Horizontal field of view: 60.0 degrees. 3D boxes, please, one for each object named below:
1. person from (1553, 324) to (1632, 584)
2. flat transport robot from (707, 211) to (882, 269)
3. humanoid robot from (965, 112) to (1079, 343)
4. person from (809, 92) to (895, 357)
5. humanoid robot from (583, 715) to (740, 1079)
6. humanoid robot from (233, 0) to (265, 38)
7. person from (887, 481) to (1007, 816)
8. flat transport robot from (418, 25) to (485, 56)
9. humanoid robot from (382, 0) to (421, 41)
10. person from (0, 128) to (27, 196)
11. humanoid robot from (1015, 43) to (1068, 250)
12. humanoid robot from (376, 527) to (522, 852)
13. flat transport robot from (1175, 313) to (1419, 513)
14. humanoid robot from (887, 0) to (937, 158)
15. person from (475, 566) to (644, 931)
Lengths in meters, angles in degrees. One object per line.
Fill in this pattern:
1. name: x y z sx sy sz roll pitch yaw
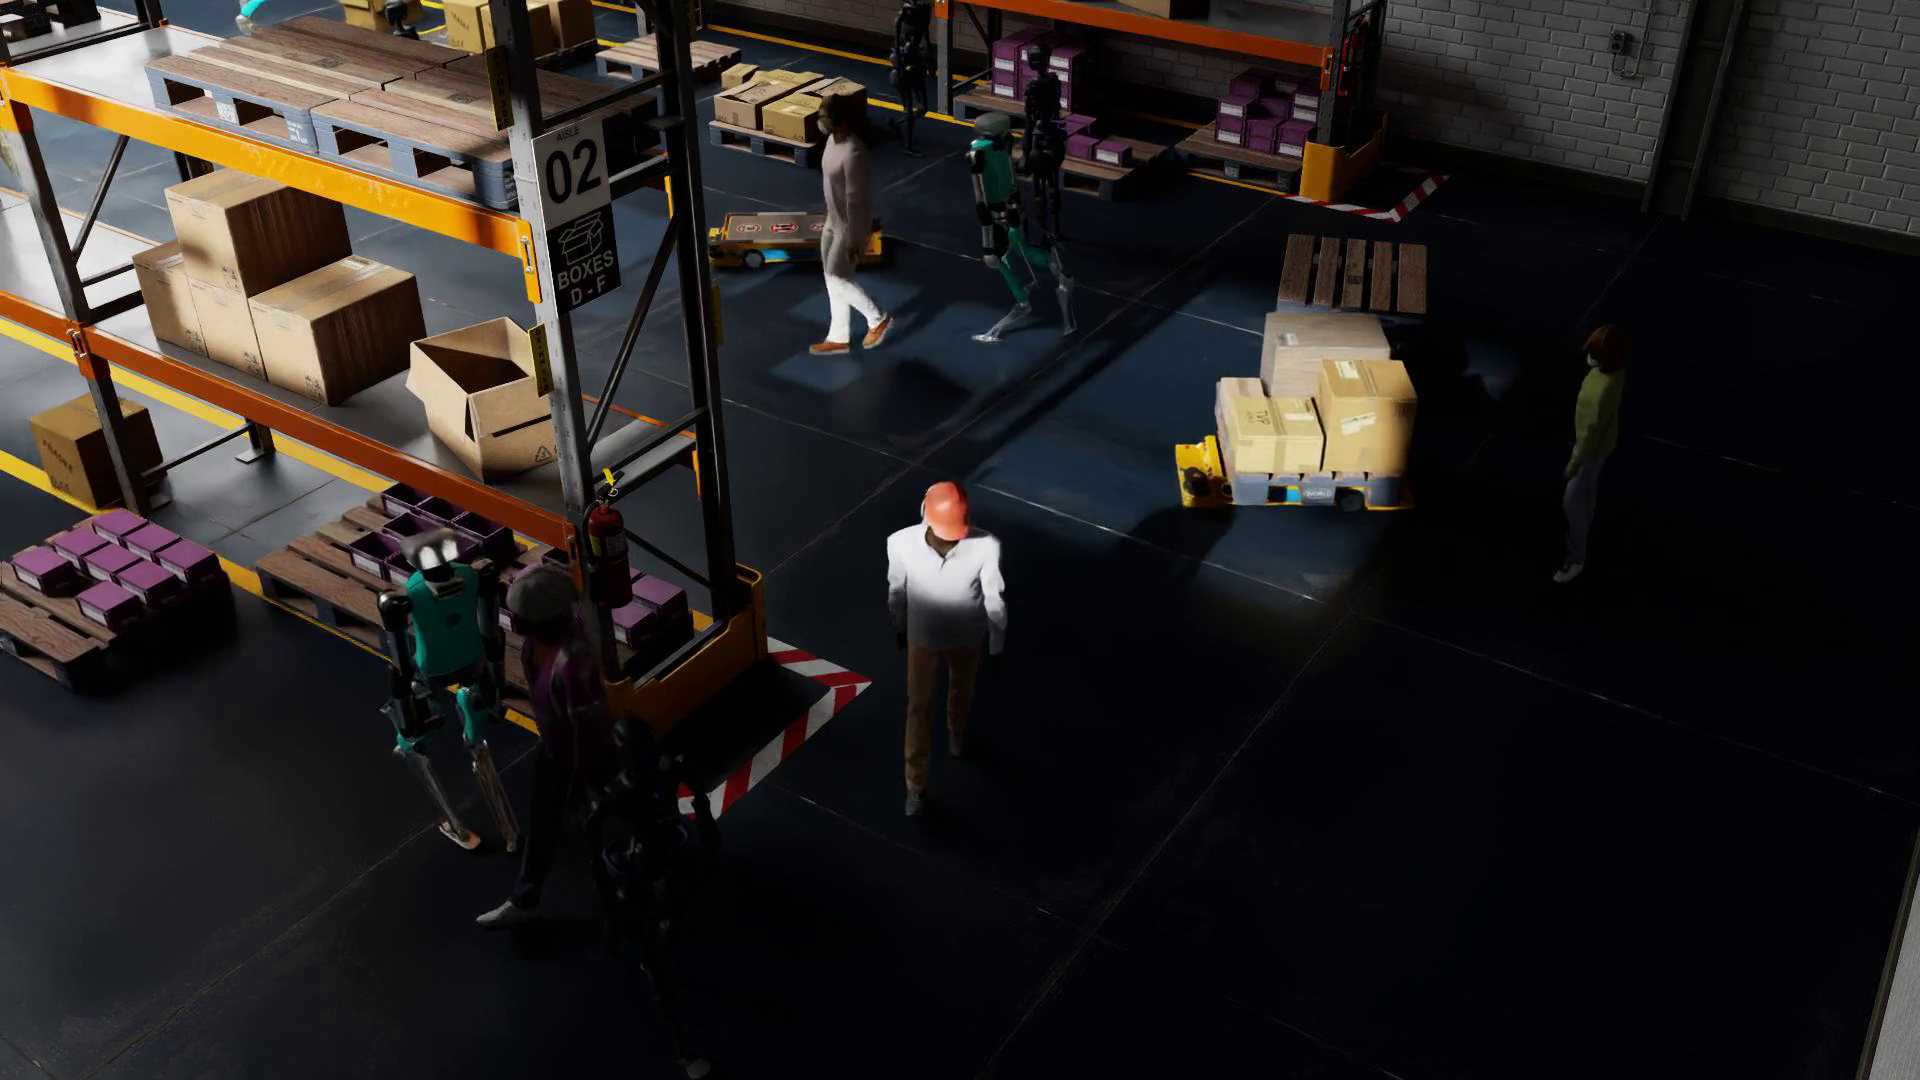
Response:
1. person: 3.591 -0.557 9.496 0.282 1.610 0.625 13 35 19
2. flat transport robot: -1.362 -2.470 13.669 1.431 0.231 0.659 -1 33 -2
3. humanoid robot: 0.535 -2.095 11.803 1.017 1.761 0.531 17 37 24
4. person: -0.817 -2.204 11.751 0.521 1.916 0.654 -12 35 -17
5. humanoid robot: -1.155 1.345 6.548 0.601 1.630 0.748 -27 42 -35
6. humanoid robot: -7.537 -5.919 17.615 0.881 1.767 0.599 -17 37 -25
7. person: -0.060 0.472 7.834 0.553 1.698 0.844 -1 33 -1
8. flat transport robot: -5.420 -5.347 18.091 1.431 0.231 0.659 20 38 27
9. humanoid robot: -4.833 -3.930 14.658 0.770 1.625 0.608 -2 33 -3
10. person: -8.478 -3.602 14.097 0.902 1.692 0.588 -4 33 -7
11. humanoid robot: 0.677 -3.184 13.472 0.344 1.651 0.609 19 37 26
12. humanoid robot: -2.354 0.674 7.503 0.561 1.807 0.666 -26 41 -34
13. flat transport robot: 2.110 -0.441 10.550 1.431 0.231 0.659 1 33 1
14. humanoid robot: -0.514 -4.373 15.298 0.463 1.642 0.609 20 38 27
15. person: -1.694 0.885 7.110 0.976 1.790 0.519 -29 43 -36
